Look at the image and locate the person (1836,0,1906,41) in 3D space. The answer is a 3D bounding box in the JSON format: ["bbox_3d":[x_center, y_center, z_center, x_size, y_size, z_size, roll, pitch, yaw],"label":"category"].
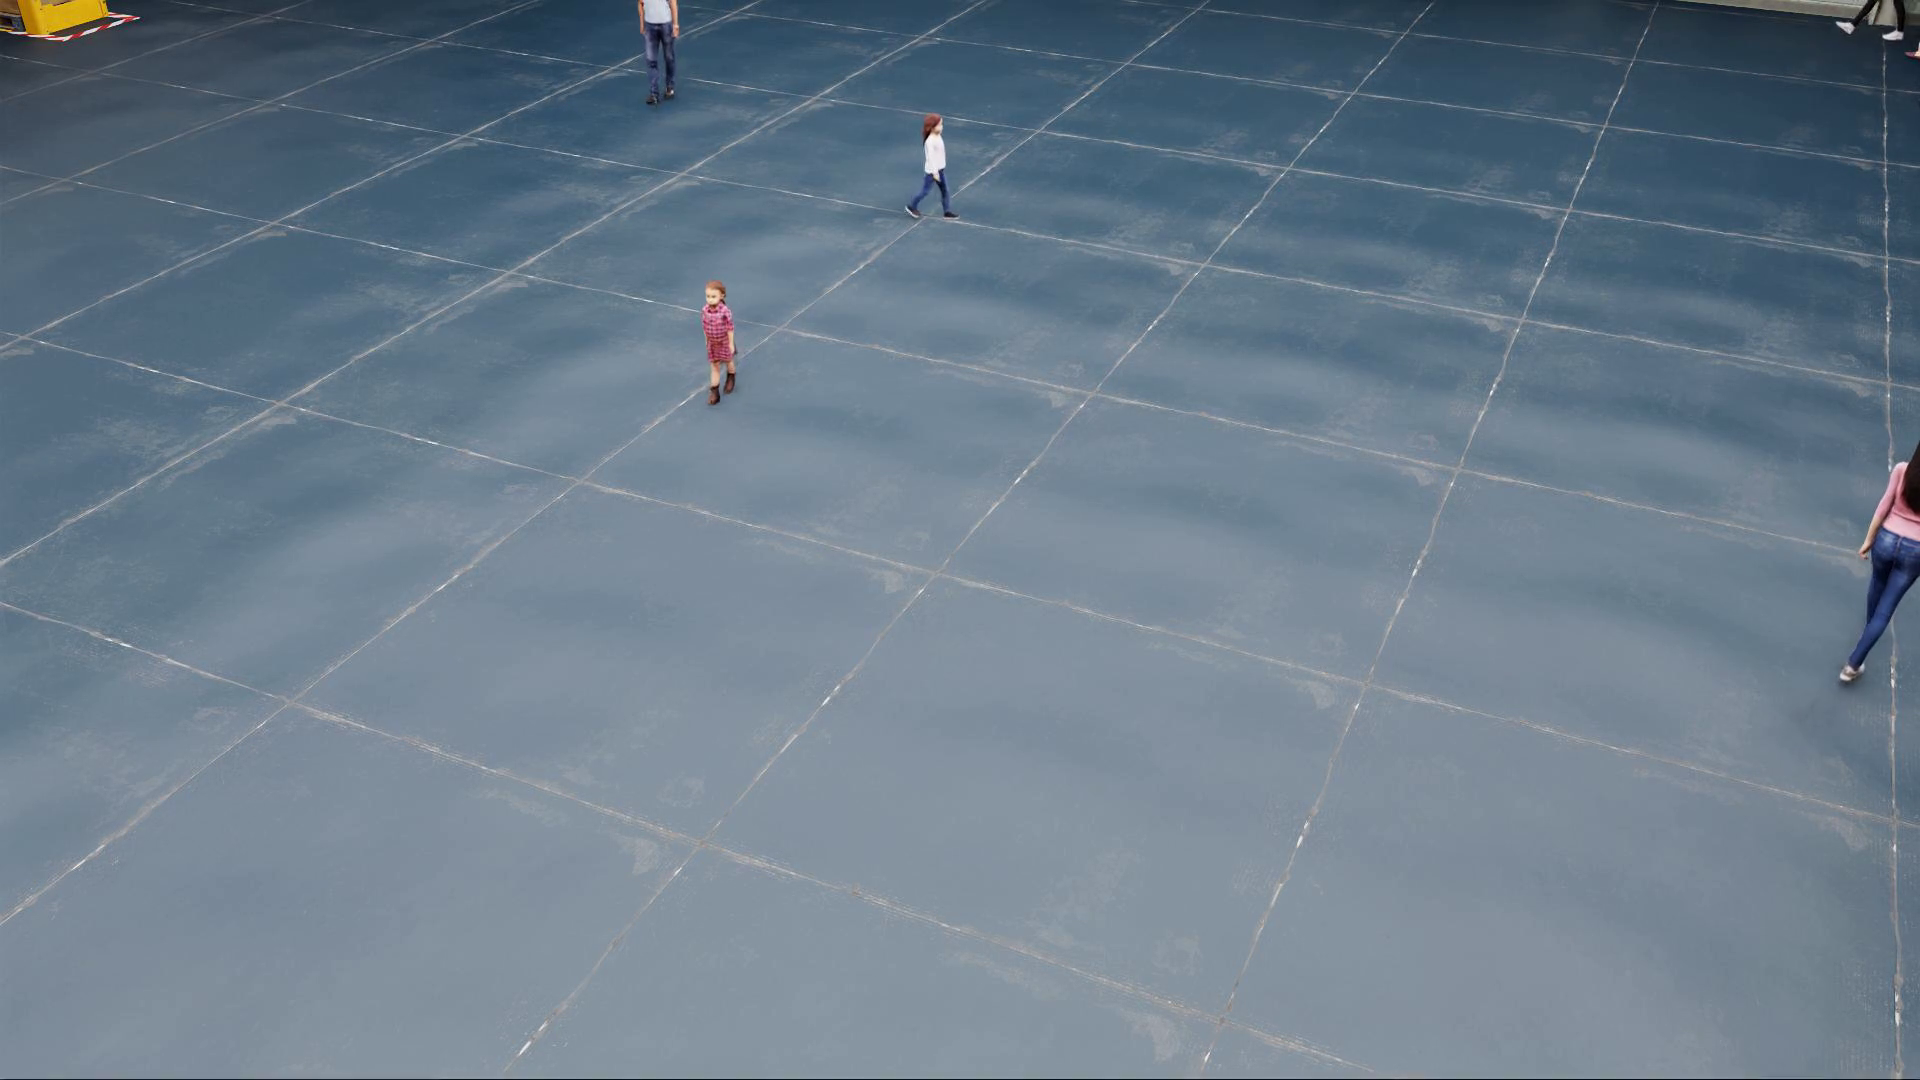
[{"bbox_3d":[12.563,-7.468,22.143,1.172,1.691,0.802,8,33,12],"label":"person"}]

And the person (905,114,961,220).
[{"bbox_3d":[-0.314,-3.769,16.841,0.786,1.090,0.442,15,35,22],"label":"person"}]

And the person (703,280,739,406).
[{"bbox_3d":[-1.933,-1.644,13.559,0.696,0.998,0.585,7,33,11],"label":"person"}]

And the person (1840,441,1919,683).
[{"bbox_3d":[5.696,0.102,10.125,1.065,1.708,0.900,28,42,36],"label":"person"}]

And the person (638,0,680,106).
[{"bbox_3d":[-3.603,-6.219,20.030,1.120,1.832,0.993,2,32,3],"label":"person"}]
